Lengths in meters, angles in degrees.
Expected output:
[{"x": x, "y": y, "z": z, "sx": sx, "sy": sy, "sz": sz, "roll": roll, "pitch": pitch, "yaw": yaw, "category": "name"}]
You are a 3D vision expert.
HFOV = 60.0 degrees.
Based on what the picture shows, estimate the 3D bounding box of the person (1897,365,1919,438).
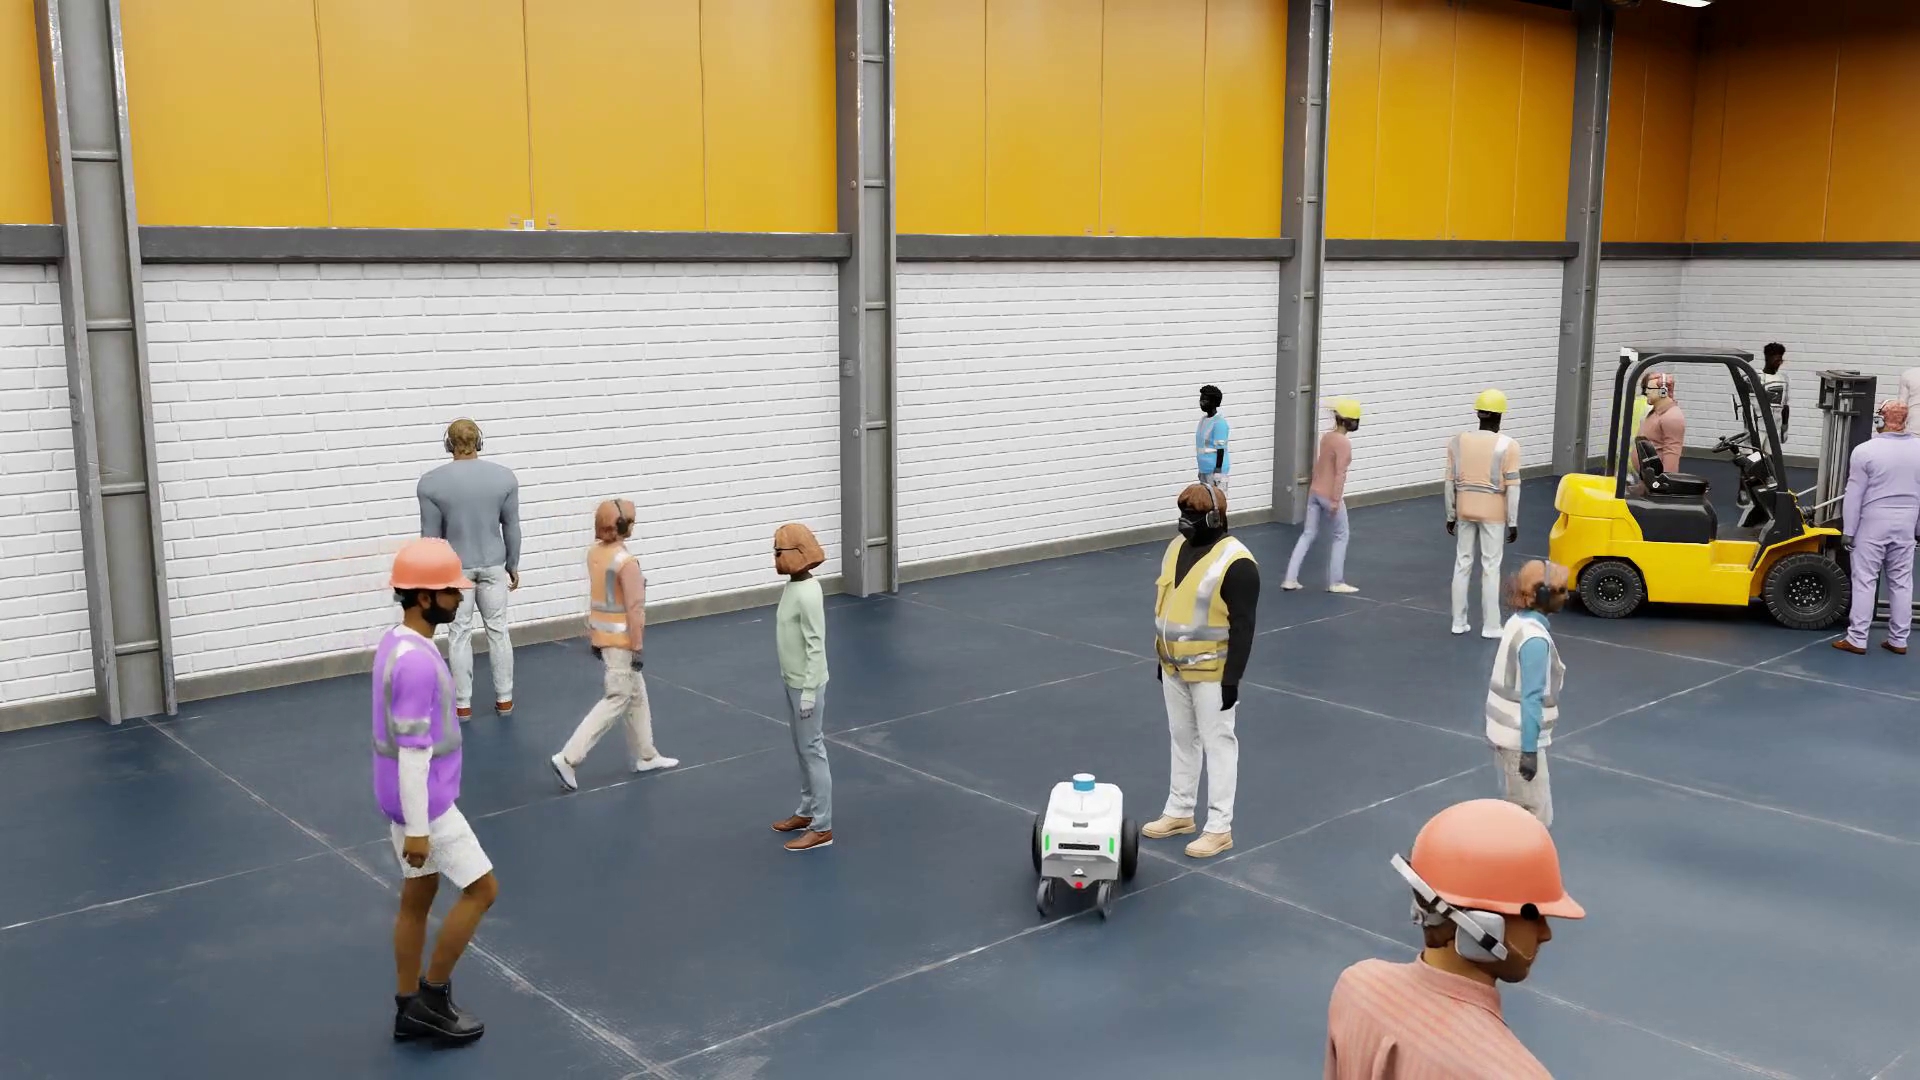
[{"x": 11.523, "y": -1.387, "z": 19.859, "sx": 0.651, "sy": 1.904, "sz": 0.403, "roll": 4, "pitch": 10, "yaw": 22, "category": "person"}]

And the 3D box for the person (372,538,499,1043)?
[{"x": -1.946, "y": 0.942, "z": 6.174, "sx": 0.475, "sy": 1.918, "sz": 0.561, "roll": -5, "pitch": 11, "yaw": -26, "category": "person"}]

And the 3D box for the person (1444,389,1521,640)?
[{"x": 4.035, "y": -0.200, "z": 12.842, "sx": 0.591, "sy": 1.926, "sz": 0.387, "roll": 9, "pitch": 13, "yaw": 42, "category": "person"}]

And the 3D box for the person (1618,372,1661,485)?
[{"x": 6.753, "y": -0.729, "z": 16.282, "sx": 0.747, "sy": 1.816, "sz": 0.649, "roll": -3, "pitch": 10, "yaw": -18, "category": "person"}]

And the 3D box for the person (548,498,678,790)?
[{"x": -1.952, "y": 0.570, "z": 9.258, "sx": 0.766, "sy": 1.611, "sz": 0.519, "roll": -7, "pitch": 12, "yaw": -34, "category": "person"}]

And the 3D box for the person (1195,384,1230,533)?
[{"x": 2.480, "y": -0.684, "z": 16.377, "sx": 0.321, "sy": 1.691, "sz": 0.537, "roll": -2, "pitch": 10, "yaw": -13, "category": "person"}]

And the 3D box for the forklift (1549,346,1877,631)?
[{"x": 6.109, "y": -0.478, "z": 13.691, "sx": 2.313, "sy": 2.155, "sz": 1.214, "roll": 3, "pitch": 10, "yaw": 16, "category": "forklift"}]

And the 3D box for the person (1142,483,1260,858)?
[{"x": 1.174, "y": 0.632, "z": 8.223, "sx": 0.430, "sy": 1.845, "sz": 0.619, "roll": -6, "pitch": 11, "yaw": -30, "category": "person"}]

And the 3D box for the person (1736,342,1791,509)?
[{"x": 9.369, "y": -1.324, "z": 19.359, "sx": 0.611, "sy": 1.952, "sz": 0.381, "roll": -1, "pitch": 10, "yaw": -5, "category": "person"}]

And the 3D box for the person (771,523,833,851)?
[{"x": -0.795, "y": 0.723, "z": 8.295, "sx": 0.266, "sy": 1.631, "sz": 0.507, "roll": -3, "pitch": 10, "yaw": -16, "category": "person"}]

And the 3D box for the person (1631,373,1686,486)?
[{"x": 6.212, "y": -0.539, "z": 14.887, "sx": 0.409, "sy": 1.907, "sz": 0.651, "roll": 1, "pitch": 10, "yaw": 8, "category": "person"}]

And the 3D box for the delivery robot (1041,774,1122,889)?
[{"x": 0.568, "y": 1.323, "z": 7.666, "sx": 0.477, "sy": 0.478, "sz": 0.707, "roll": 1, "pitch": 10, "yaw": 7, "category": "delivery robot"}]

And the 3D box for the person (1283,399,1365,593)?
[{"x": 3.169, "y": -0.373, "z": 14.515, "sx": 0.674, "sy": 1.713, "sz": 0.530, "roll": -3, "pitch": 10, "yaw": -15, "category": "person"}]

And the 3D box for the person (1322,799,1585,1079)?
[{"x": 0.892, "y": 1.441, "z": 3.051, "sx": 0.392, "sy": 1.989, "sz": 0.610, "roll": -4, "pitch": 10, "yaw": -20, "category": "person"}]

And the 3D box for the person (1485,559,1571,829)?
[{"x": 2.454, "y": 0.880, "z": 7.391, "sx": 0.459, "sy": 1.618, "sz": 0.528, "roll": 2, "pitch": 10, "yaw": 12, "category": "person"}]

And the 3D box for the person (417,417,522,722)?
[{"x": -3.098, "y": 0.187, "z": 10.555, "sx": 0.630, "sy": 1.937, "sz": 0.373, "roll": -5, "pitch": 11, "yaw": -27, "category": "person"}]

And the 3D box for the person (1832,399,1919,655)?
[{"x": 6.833, "y": -0.094, "z": 12.313, "sx": 0.646, "sy": 1.899, "sz": 0.401, "roll": 0, "pitch": 10, "yaw": -2, "category": "person"}]
